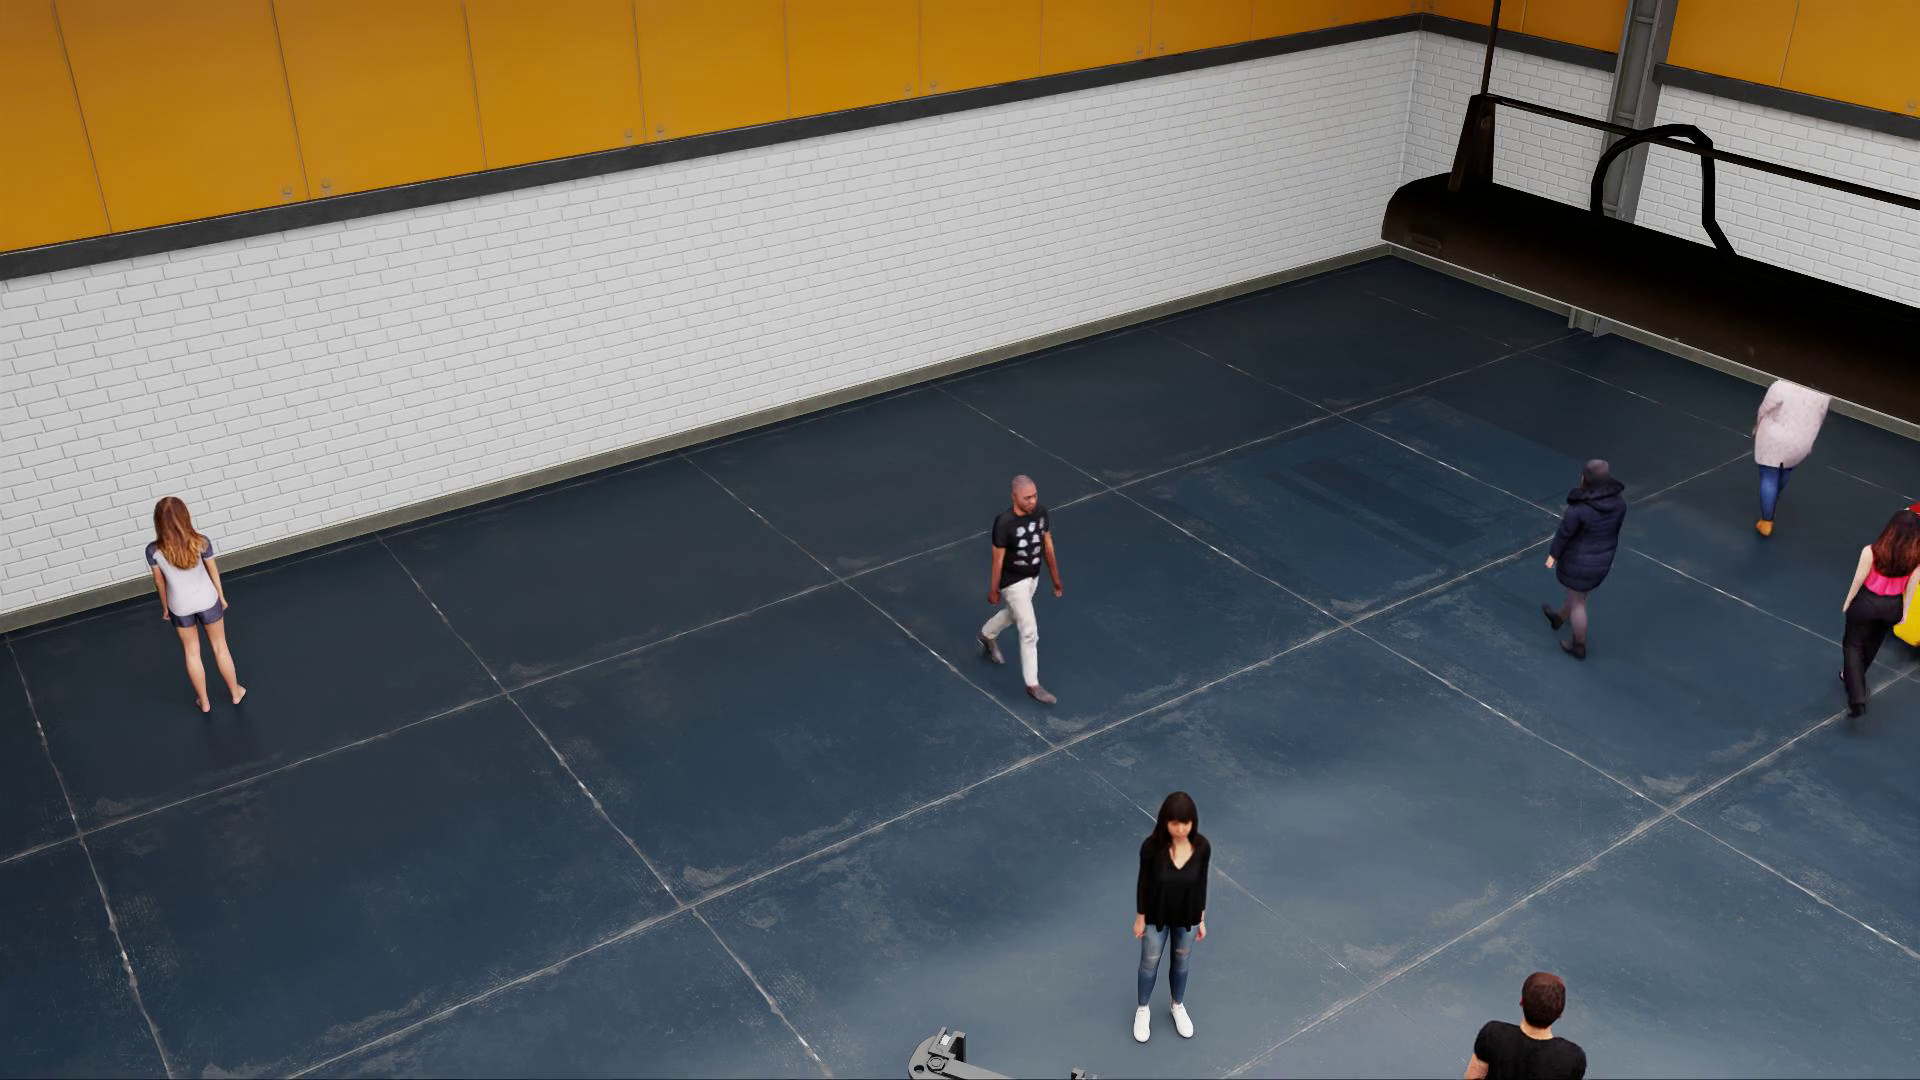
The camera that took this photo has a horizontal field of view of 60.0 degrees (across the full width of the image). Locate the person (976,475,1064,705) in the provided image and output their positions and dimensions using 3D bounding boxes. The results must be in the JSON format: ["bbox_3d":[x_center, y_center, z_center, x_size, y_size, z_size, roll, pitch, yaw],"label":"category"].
[{"bbox_3d":[0.388,0.281,12.487,1.255,1.770,0.796,26,38,38],"label":"person"}]

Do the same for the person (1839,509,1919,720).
[{"bbox_3d":[6.687,0.558,12.125,1.028,1.631,1.075,6,29,10],"label":"person"}]

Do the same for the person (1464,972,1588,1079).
[{"bbox_3d":[2.560,2.817,7.773,1.213,1.833,1.164,10,30,17],"label":"person"}]

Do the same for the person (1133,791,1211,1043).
[{"bbox_3d":[1.177,2.083,9.311,0.643,1.647,0.659,-3,29,-5],"label":"person"}]

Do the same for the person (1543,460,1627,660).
[{"bbox_3d":[4.855,0.175,12.804,0.794,1.653,0.945,-10,30,-18],"label":"person"}]

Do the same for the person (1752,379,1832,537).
[{"bbox_3d":[7.267,-0.850,14.634,1.109,1.699,1.179,4,29,8],"label":"person"}]

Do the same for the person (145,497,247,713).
[{"bbox_3d":[-5.607,0.477,12.175,0.637,1.725,0.603,-12,31,-21],"label":"person"}]
